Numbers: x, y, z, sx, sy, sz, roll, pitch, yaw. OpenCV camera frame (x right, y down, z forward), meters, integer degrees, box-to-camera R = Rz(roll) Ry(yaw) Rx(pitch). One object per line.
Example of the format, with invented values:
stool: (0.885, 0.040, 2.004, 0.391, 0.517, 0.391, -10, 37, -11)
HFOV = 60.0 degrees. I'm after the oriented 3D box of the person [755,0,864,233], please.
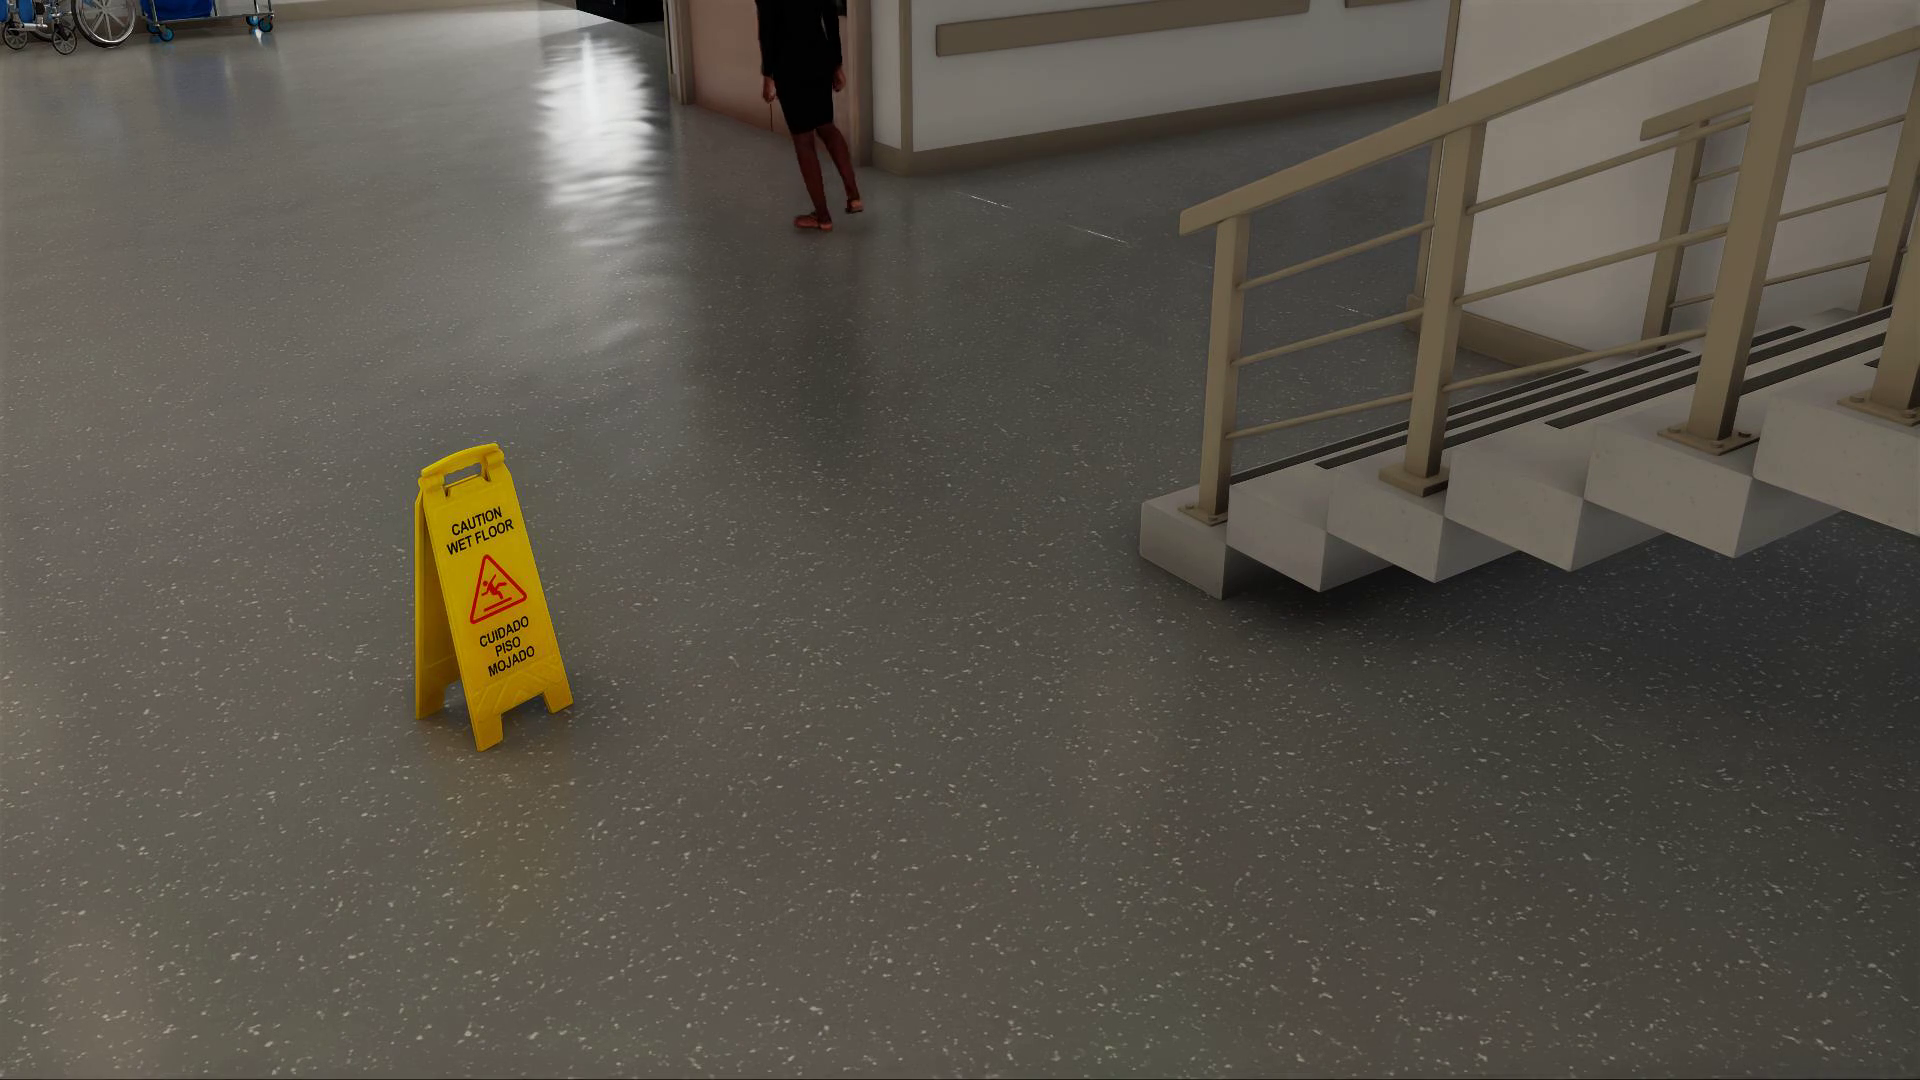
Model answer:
person: (-0.812, -2.486, 8.873, 0.739, 1.705, 0.674, -16, 30, -29)
